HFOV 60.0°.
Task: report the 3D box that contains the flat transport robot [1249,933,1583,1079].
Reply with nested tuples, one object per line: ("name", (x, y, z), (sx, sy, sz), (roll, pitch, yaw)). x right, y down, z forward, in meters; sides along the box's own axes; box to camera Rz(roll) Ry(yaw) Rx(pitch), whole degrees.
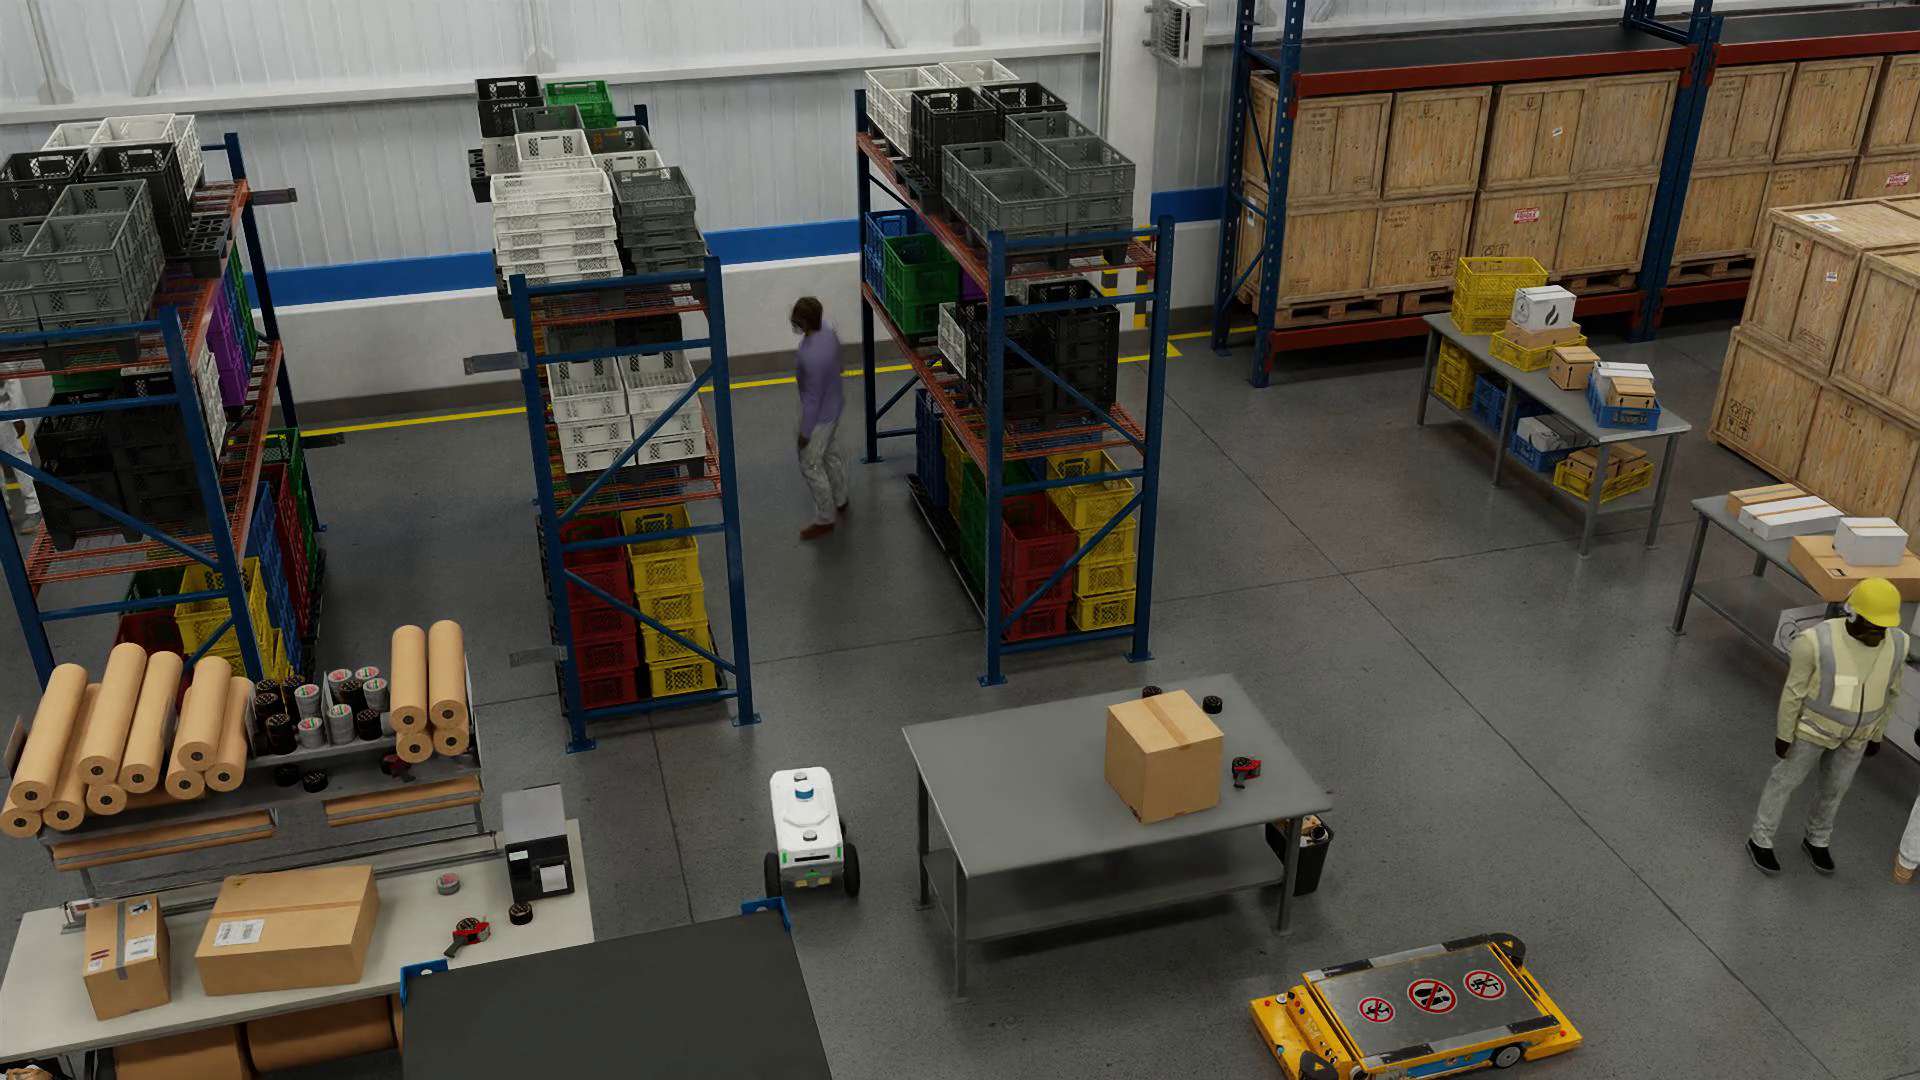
("flat transport robot", (2.184, 2.282, 7.980), (1.431, 0.197, 0.652), (-8, 30, -14))

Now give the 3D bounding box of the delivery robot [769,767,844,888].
("delivery robot", (-0.833, 1.519, 8.982), (0.477, 0.478, 0.707), (-5, 29, -9))

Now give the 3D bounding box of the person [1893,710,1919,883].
("person", (5.290, 1.050, 8.603), (0.636, 1.842, 0.429), (24, 37, 36))

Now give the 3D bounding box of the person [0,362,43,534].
("person", (-7.120, -0.928, 12.162), (0.575, 1.880, 0.359), (3, 29, 5))

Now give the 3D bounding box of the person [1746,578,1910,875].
("person", (4.591, 0.983, 8.748), (0.594, 1.823, 0.403), (0, 29, 0))

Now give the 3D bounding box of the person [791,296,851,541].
("person", (-1.008, -0.945, 12.202), (0.362, 1.899, 0.830), (2, 29, 3))
